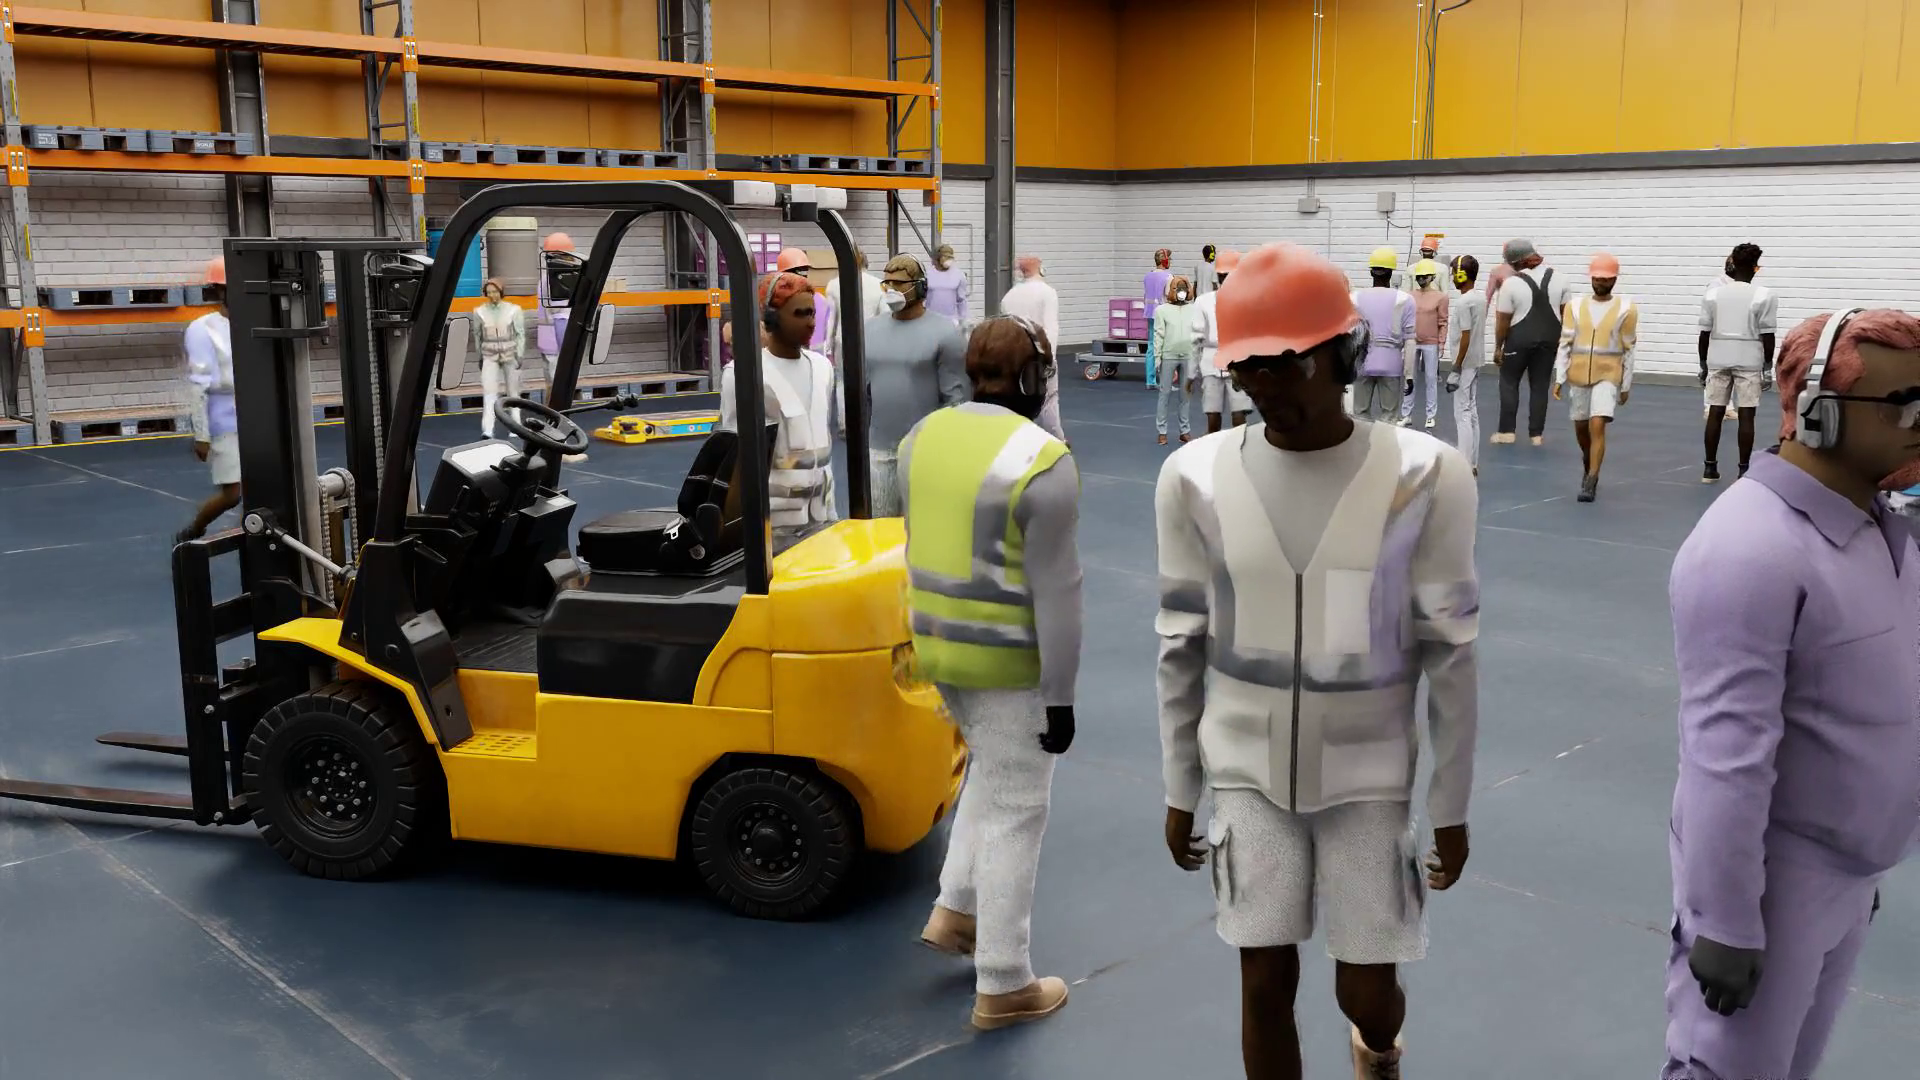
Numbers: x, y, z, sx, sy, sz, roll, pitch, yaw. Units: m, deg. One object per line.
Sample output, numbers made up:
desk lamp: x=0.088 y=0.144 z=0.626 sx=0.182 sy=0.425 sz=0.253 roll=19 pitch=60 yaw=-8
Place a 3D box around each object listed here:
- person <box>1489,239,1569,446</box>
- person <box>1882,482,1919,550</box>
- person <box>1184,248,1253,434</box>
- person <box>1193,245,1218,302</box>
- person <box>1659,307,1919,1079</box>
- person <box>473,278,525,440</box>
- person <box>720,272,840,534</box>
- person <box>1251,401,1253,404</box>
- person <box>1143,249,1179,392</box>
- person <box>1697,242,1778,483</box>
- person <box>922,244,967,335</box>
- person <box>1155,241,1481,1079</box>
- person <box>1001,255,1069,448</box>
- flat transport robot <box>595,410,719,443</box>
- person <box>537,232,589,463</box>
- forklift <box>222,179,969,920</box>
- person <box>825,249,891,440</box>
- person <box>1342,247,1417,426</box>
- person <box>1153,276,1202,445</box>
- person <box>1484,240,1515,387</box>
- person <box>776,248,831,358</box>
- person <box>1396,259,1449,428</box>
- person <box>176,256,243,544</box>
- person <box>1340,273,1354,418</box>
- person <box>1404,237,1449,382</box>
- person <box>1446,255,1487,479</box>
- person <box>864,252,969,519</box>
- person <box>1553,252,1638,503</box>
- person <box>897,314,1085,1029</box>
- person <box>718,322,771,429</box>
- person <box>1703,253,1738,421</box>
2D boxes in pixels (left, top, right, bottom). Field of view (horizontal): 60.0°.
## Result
person: x=5.486 y=-1.933 z=16.083 sx=0.709 sy=2.000 sz=0.536 roll=-1 pitch=10 yaw=-4
person: x=4.545 y=-0.228 z=7.718 sx=0.537 sy=1.700 sz=0.317 roll=9 pitch=14 yaw=41
person: x=2.060 y=-1.306 z=12.971 sx=0.572 sy=1.925 sz=0.415 roll=4 pitch=11 yaw=20
person: x=4.008 y=-3.853 z=27.028 sx=0.309 sy=1.868 sz=0.535 roll=-8 pitch=13 yaw=-38
person: x=1.428 y=0.567 z=2.821 sx=0.399 sy=1.909 sz=0.642 roll=10 pitch=14 yaw=44
person: x=-4.538 y=-1.770 z=16.412 sx=0.515 sy=1.593 sz=0.872 roll=-1 pitch=10 yaw=-7
person: x=-0.664 y=-0.083 z=6.449 sx=0.353 sy=1.881 sz=0.595 roll=7 pitch=13 yaw=35
person: x=3.663 y=-2.545 z=19.967 sx=0.619 sy=1.845 sz=0.430 roll=2 pitch=11 yaw=9
person: x=2.593 y=-2.848 z=21.605 sx=0.389 sy=1.847 sz=0.566 roll=-7 pitch=12 yaw=-33
person: x=6.300 y=-1.424 z=13.518 sx=0.628 sy=1.964 sz=0.364 roll=10 pitch=15 yaw=44
person: x=-0.239 y=-2.647 z=20.365 sx=0.655 sy=1.911 sz=0.585 roll=-1 pitch=10 yaw=-7
person: x=0.685 y=0.439 z=3.245 sx=0.620 sy=2.015 sz=0.594 roll=4 pitch=11 yaw=20
person: x=0.689 y=-1.607 z=14.861 sx=0.714 sy=1.841 sz=0.974 roll=8 pitch=13 yaw=39
flat transport robot: x=-2.852 y=-1.149 z=16.641 sx=1.431 sy=0.197 sz=0.652 roll=-8 pitch=13 yaw=-38
person: x=-3.564 y=-1.707 z=14.847 sx=0.397 sy=2.044 sz=0.609 roll=-5 pitch=11 yaw=-23
forklift: x=-1.114 y=-0.058 z=5.440 sx=2.313 sy=2.155 sz=1.214 roll=2 pitch=11 yaw=13
person: x=-1.003 y=-1.892 z=16.267 sx=0.728 sy=1.884 sz=0.888 roll=0 pitch=10 yaw=-1
person: x=3.327 y=-1.358 z=13.257 sx=0.594 sy=1.926 sz=0.366 roll=4 pitch=11 yaw=21
person: x=2.116 y=-1.742 z=16.156 sx=0.500 sy=1.633 sz=0.282 roll=-2 pitch=11 yaw=-13
person: x=7.297 y=-3.014 z=22.200 sx=0.647 sy=1.944 sz=0.874 roll=-1 pitch=10 yaw=-6
person: x=-1.214 y=-1.224 z=12.530 sx=0.373 sy=1.928 sz=0.543 roll=6 pitch=12 yaw=28
person: x=4.879 y=-2.069 z=17.576 sx=0.527 sy=1.768 sz=0.313 roll=6 pitch=12 yaw=32
person: x=-4.192 y=-0.671 z=9.528 sx=0.631 sy=1.923 sz=0.550 roll=5 pitch=11 yaw=23
person: x=3.866 y=-1.907 z=17.055 sx=0.503 sy=1.632 sz=0.271 roll=-1 pitch=10 yaw=-6
person: x=6.434 y=-3.167 z=22.941 sx=0.609 sy=1.995 sz=0.378 roll=5 pitch=11 yaw=25
person: x=4.132 y=-1.401 z=13.672 sx=0.327 sy=1.865 sz=0.521 roll=7 pitch=12 yaw=32
person: x=-0.261 y=-0.426 z=8.147 sx=0.631 sy=1.940 sz=0.372 roll=5 pitch=12 yaw=27
person: x=4.947 y=-1.278 z=12.915 sx=0.545 sy=1.904 sz=0.931 roll=7 pitch=13 yaw=34
person: x=0.105 y=0.329 z=4.359 sx=0.484 sy=1.817 sz=0.647 roll=-8 pitch=13 yaw=-38
person: x=-0.990 y=-0.210 z=7.817 sx=0.359 sy=1.636 sz=0.524 roll=3 pitch=11 yaw=18
person: x=8.445 y=-2.227 z=18.247 sx=0.622 sy=1.840 sz=0.429 roll=-6 pitch=12 yaw=-30
